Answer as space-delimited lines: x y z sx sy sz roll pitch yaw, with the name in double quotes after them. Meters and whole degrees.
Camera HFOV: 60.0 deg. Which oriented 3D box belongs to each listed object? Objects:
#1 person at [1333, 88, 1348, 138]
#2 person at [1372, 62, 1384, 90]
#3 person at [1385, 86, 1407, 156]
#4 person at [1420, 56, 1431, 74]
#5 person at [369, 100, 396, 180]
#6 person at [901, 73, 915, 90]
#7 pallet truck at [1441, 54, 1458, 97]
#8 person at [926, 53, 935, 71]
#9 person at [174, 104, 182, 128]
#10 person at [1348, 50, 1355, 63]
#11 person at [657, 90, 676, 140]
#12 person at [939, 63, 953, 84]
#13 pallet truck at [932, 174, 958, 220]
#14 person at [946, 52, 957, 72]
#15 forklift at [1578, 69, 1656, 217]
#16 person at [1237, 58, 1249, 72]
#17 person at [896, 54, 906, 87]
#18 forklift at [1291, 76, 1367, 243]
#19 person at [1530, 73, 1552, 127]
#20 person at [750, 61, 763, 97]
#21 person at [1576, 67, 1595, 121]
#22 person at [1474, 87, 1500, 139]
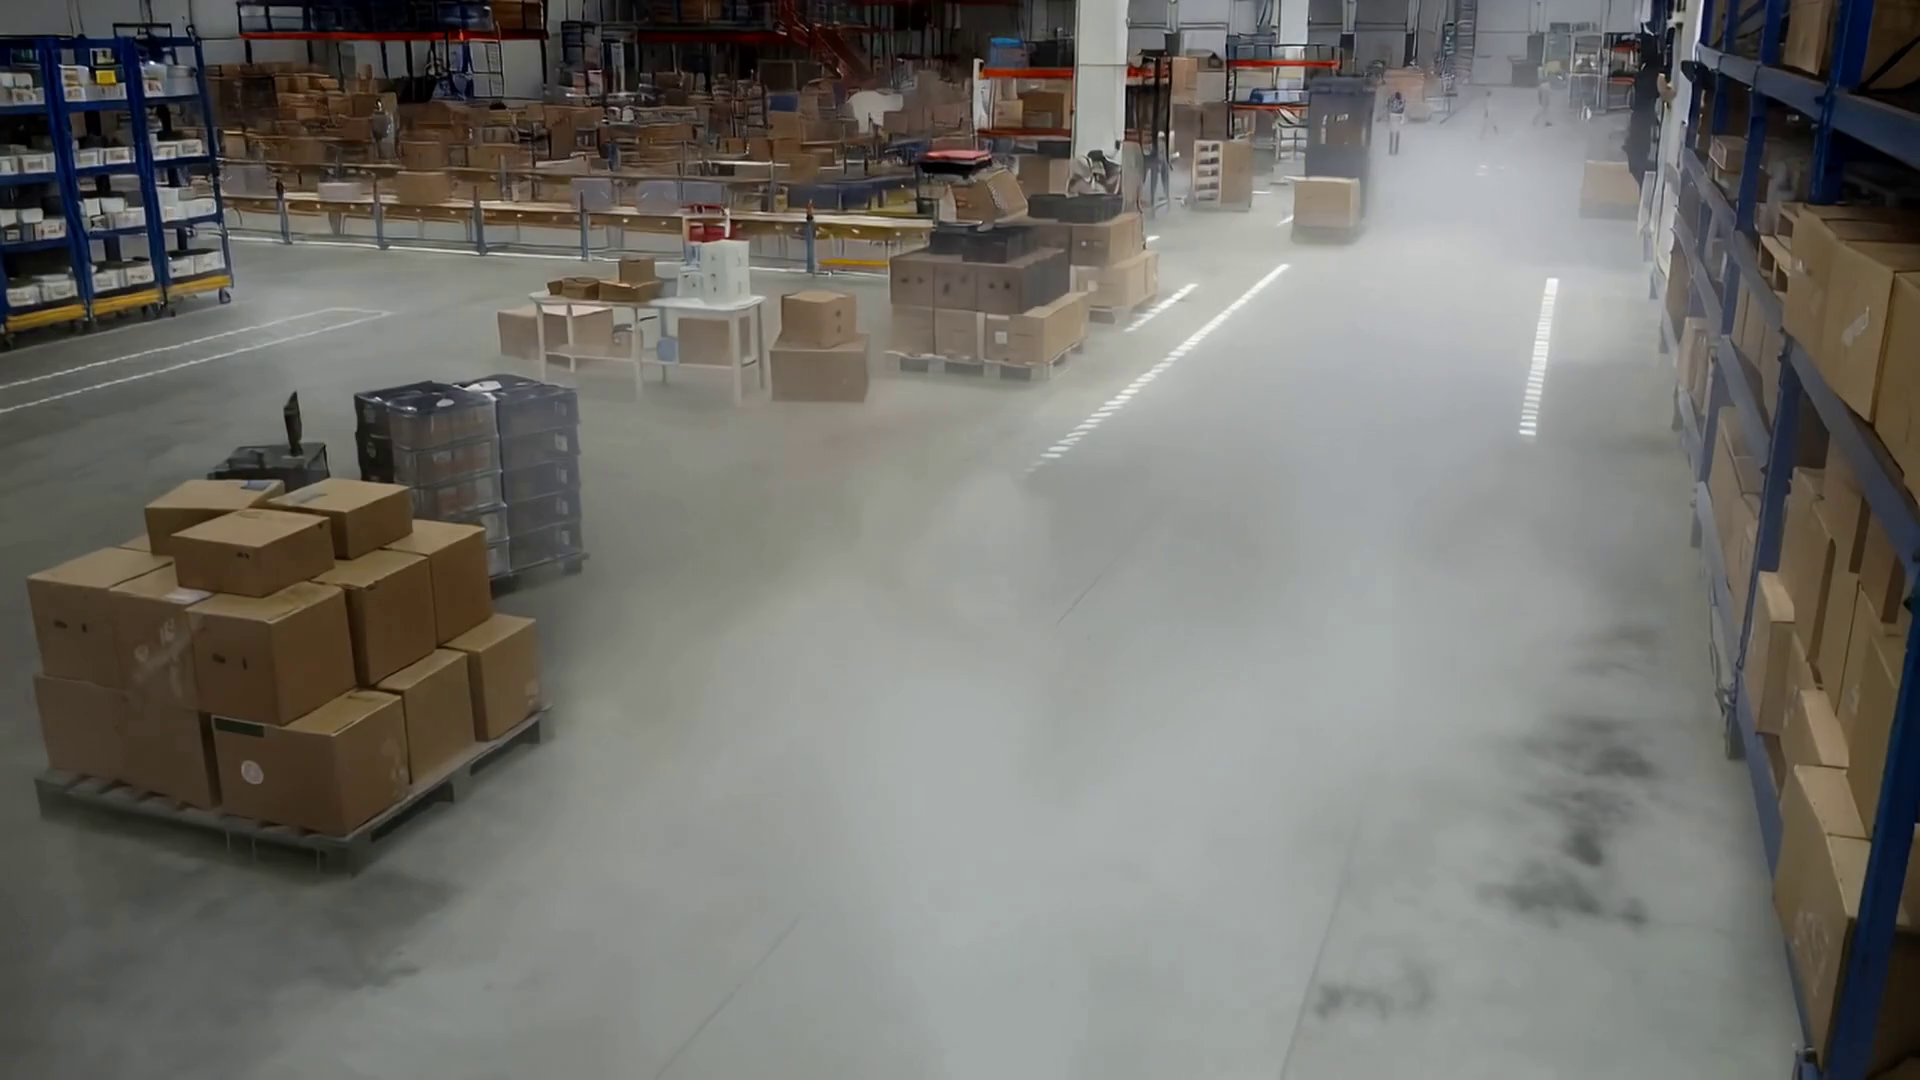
12.083 -13.540 52.792 0.512 1.590 0.846 -12 21 -34 "person"
17.238 -18.886 69.081 0.576 1.907 0.708 -14 23 -38 "person"
12.244 -11.784 46.768 0.555 1.912 0.823 4 18 14 "person"
22.297 -22.434 80.319 0.987 1.862 0.623 -1 18 -3 "person"
-13.862 -9.585 39.880 0.644 1.899 0.396 6 19 18 "person"
-1.854 -15.368 58.136 0.403 1.837 0.591 16 23 40 "person"
22.765 -21.886 78.355 0.823 1.965 1.885 -4 18 -14 "pallet truck"
-1.477 -24.147 85.696 0.578 1.850 0.816 4 18 13 "person"
-22.028 -11.862 46.839 0.617 2.015 0.893 10 20 29 "person"
21.603 -26.099 91.846 0.430 1.845 0.622 0 18 -1 "person"
-7.947 -11.137 44.774 0.544 1.881 1.011 14 22 37 "person"
-0.575 -17.605 64.953 0.625 1.974 0.829 -5 18 -15 "person"
-0.507 -5.292 27.348 0.653 1.274 1.630 6 19 19 "pallet truck"
-0.408 -24.184 85.757 0.616 1.882 0.882 4 18 11 "person"
13.219 -7.740 32.475 1.873 2.768 1.129 6 19 18 "forklift"
12.628 -20.797 74.863 0.677 2.000 0.536 13 22 35 "person"
-2.932 -23.193 82.711 0.518 1.843 0.329 -4 18 -12 "person"
6.598 -6.755 29.381 1.129 2.768 1.873 6 19 19 "forklift"
20.402 -15.381 58.201 0.929 1.838 0.521 -5 18 -15 "person"
-8.571 -19.166 69.993 0.583 1.884 0.350 -7 19 -22 "person"
23.017 -16.420 61.258 0.599 1.958 0.394 9 20 27 "person"
16.737 -13.495 52.613 0.699 1.612 0.521 9 20 25 "person"
